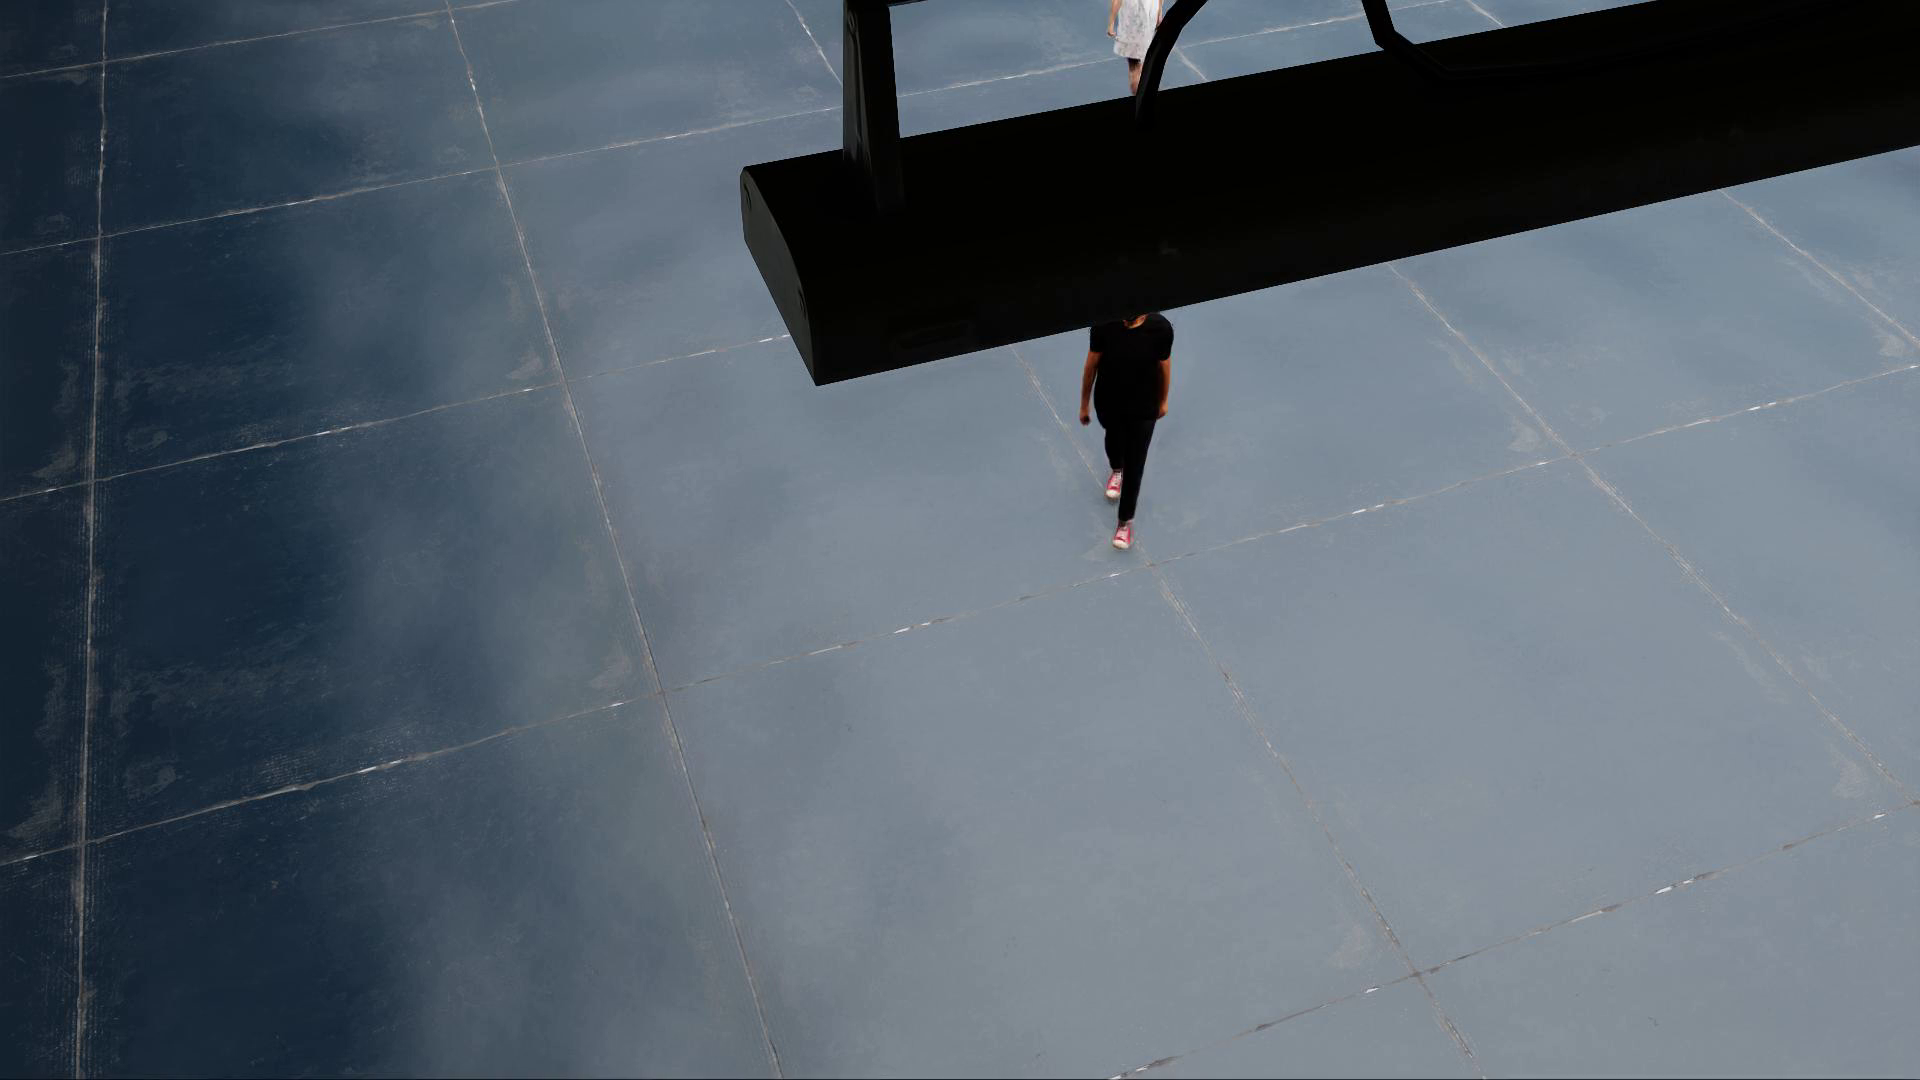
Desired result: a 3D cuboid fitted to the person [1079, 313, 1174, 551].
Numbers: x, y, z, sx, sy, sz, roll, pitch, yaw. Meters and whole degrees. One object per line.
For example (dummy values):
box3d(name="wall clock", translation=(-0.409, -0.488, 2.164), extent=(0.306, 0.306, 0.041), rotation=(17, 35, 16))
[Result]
box3d(name="person", translation=(0.996, -0.872, 9.828), extent=(1.033, 1.717, 1.188), rotation=(9, 44, 10))

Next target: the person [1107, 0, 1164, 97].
box3d(name="person", translation=(1.472, -4.073, 13.221), extent=(0.746, 1.764, 0.828), rotation=(-26, 49, -25))
